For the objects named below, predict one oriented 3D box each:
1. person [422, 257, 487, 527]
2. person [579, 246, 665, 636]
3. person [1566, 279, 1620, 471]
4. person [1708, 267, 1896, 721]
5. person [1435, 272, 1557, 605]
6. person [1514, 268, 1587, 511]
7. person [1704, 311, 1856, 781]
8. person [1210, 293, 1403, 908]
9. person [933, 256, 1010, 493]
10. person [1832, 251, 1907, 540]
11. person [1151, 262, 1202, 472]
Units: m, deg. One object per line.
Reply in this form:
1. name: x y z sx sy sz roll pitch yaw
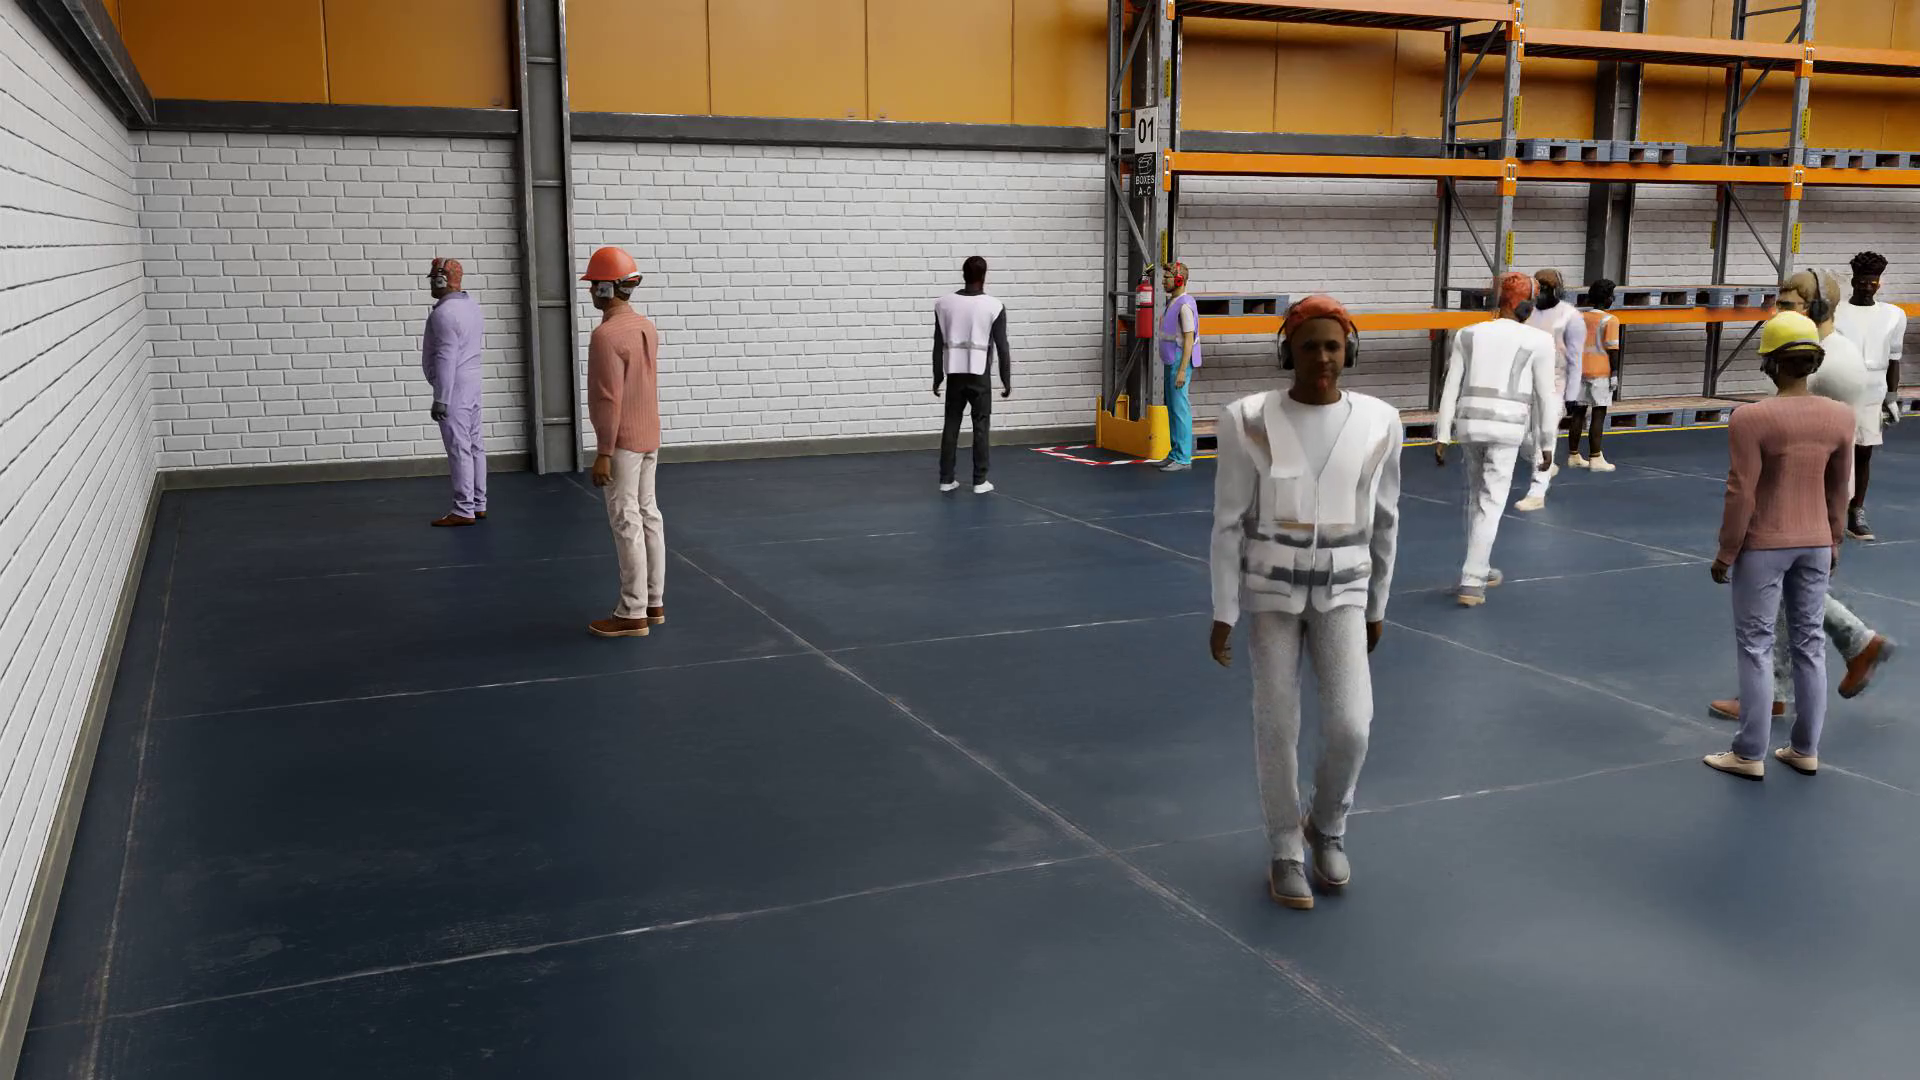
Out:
1. person: -3.627 -1.051 11.888 0.404 1.911 0.636 1 10 5
2. person: -1.742 -0.499 8.568 0.387 1.996 0.611 2 10 13
3. person: 5.626 -1.458 14.742 0.318 1.695 0.540 -4 11 -22
4. person: 3.583 -0.173 6.952 0.679 1.921 0.632 1 10 5
5. person: 3.025 -0.573 9.374 0.597 1.844 0.825 9 13 40
6. person: 4.429 -1.142 12.613 0.537 1.829 0.638 -7 12 -33
7. person: 3.083 0.027 6.283 0.533 1.765 0.325 -2 10 -12
8. person: 1.038 0.201 5.020 0.581 1.868 0.412 1 10 4
9. person: 0.083 -1.328 13.424 0.622 1.909 0.433 3 11 15
10. person: 6.067 -0.972 11.303 0.604 1.959 0.378 2 10 11
11. person: 1.928 -1.523 14.683 0.377 1.844 0.569 -1 10 -5
